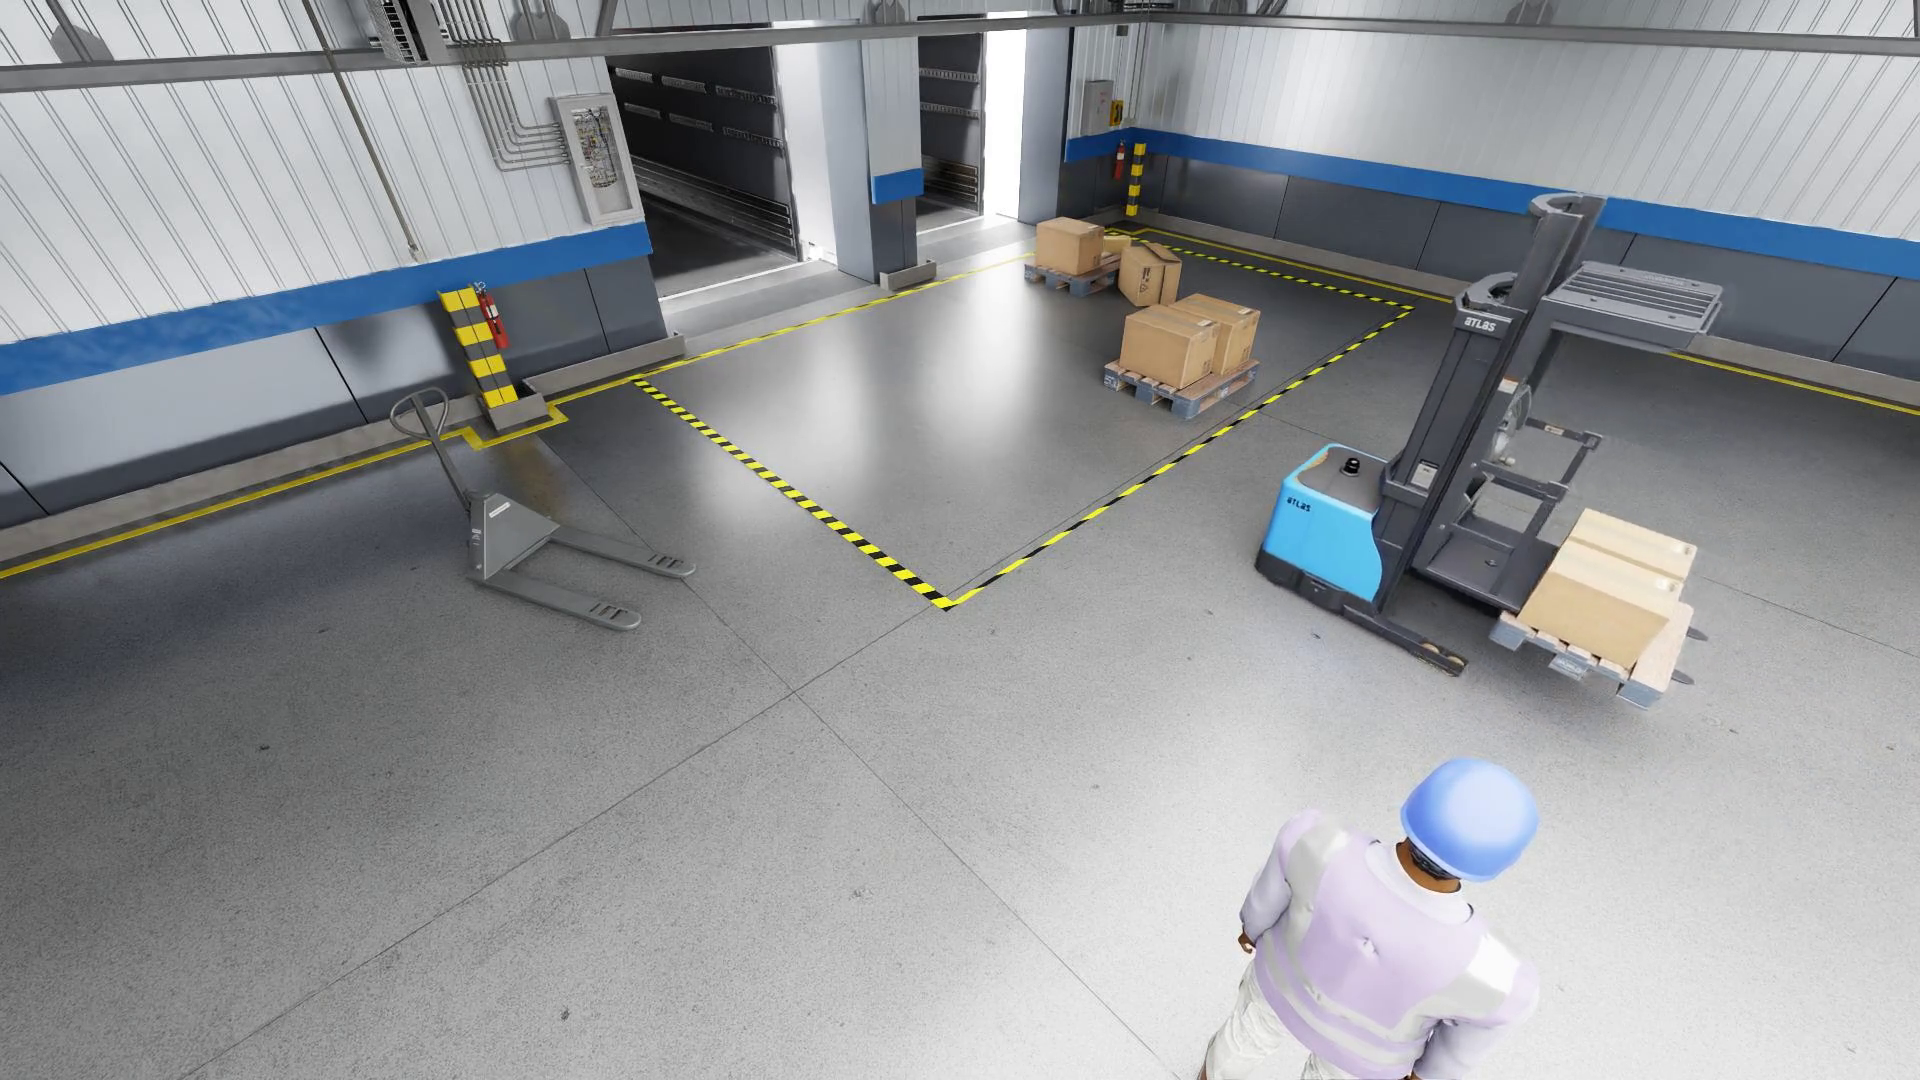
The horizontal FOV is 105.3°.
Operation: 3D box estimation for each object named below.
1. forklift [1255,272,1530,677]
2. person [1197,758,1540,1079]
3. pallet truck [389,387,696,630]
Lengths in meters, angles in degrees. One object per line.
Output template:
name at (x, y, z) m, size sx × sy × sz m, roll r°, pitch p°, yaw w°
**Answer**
forklift at (2.534, -0.525, 4.298) m, size 0.716 × 2.013 × 0.776 m, roll -31°, pitch 47°, yaw -33°
person at (1.057, 1.265, 2.057) m, size 0.388 × 1.947 × 0.604 m, roll -30°, pitch 47°, yaw -33°
pallet truck at (-2.613, -0.247, 4.593) m, size 1.601 × 1.201 × 0.680 m, roll 14°, pitch 40°, yaw 17°
